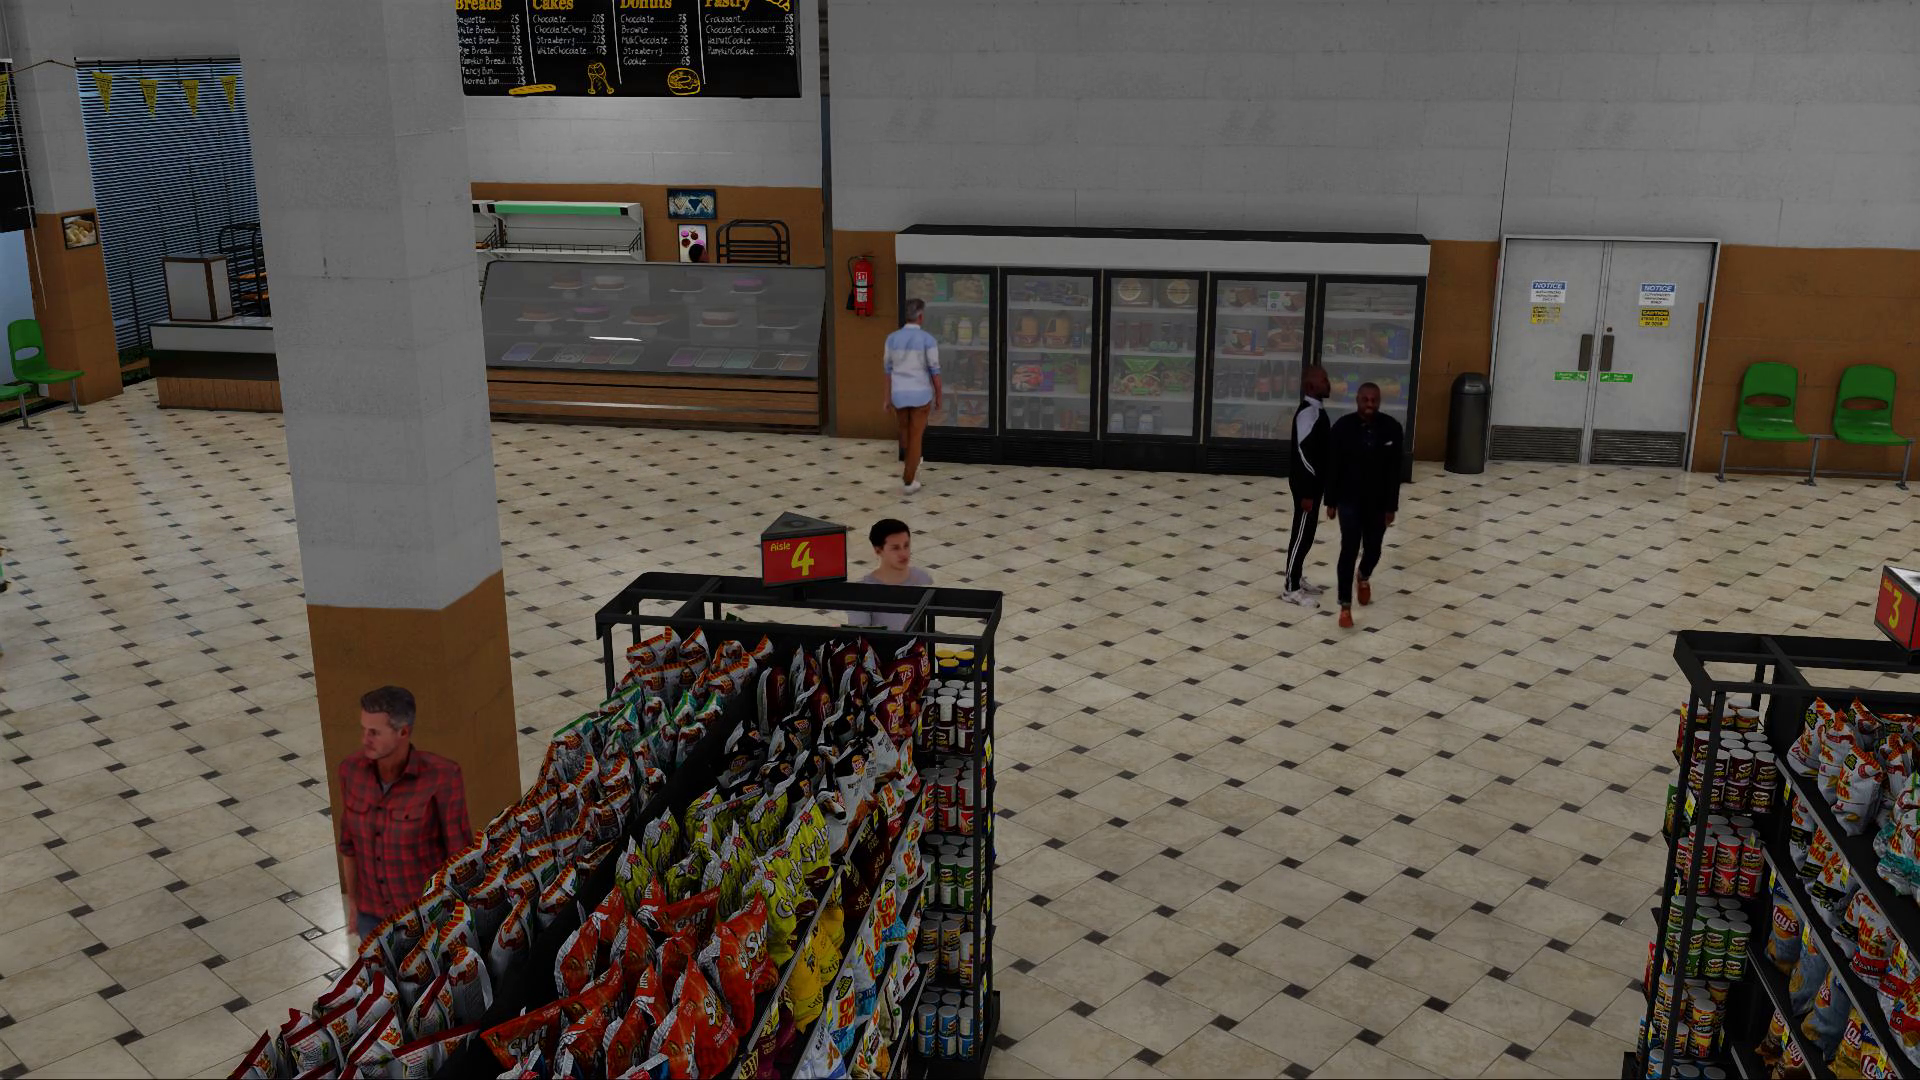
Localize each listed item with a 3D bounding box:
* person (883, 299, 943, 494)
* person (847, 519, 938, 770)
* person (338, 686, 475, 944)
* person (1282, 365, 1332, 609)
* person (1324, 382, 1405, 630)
[{"bbox_3d":[-0.478,-1.324,15.641,0.832,1.790,1.106,6,18,18],"label":"person"},{"bbox_3d":[-0.385,0.760,8.663,0.824,1.855,0.879,-9,19,-28],"label":"person"},{"bbox_3d":[-2.173,1.412,6.559,0.677,1.830,0.529,3,17,10],"label":"person"},{"bbox_3d":[2.635,-0.435,12.645,0.748,1.828,0.517,5,18,17],"label":"person"},{"bbox_3d":[2.970,-0.288,12.222,0.711,1.792,1.124,2,17,7],"label":"person"}]
